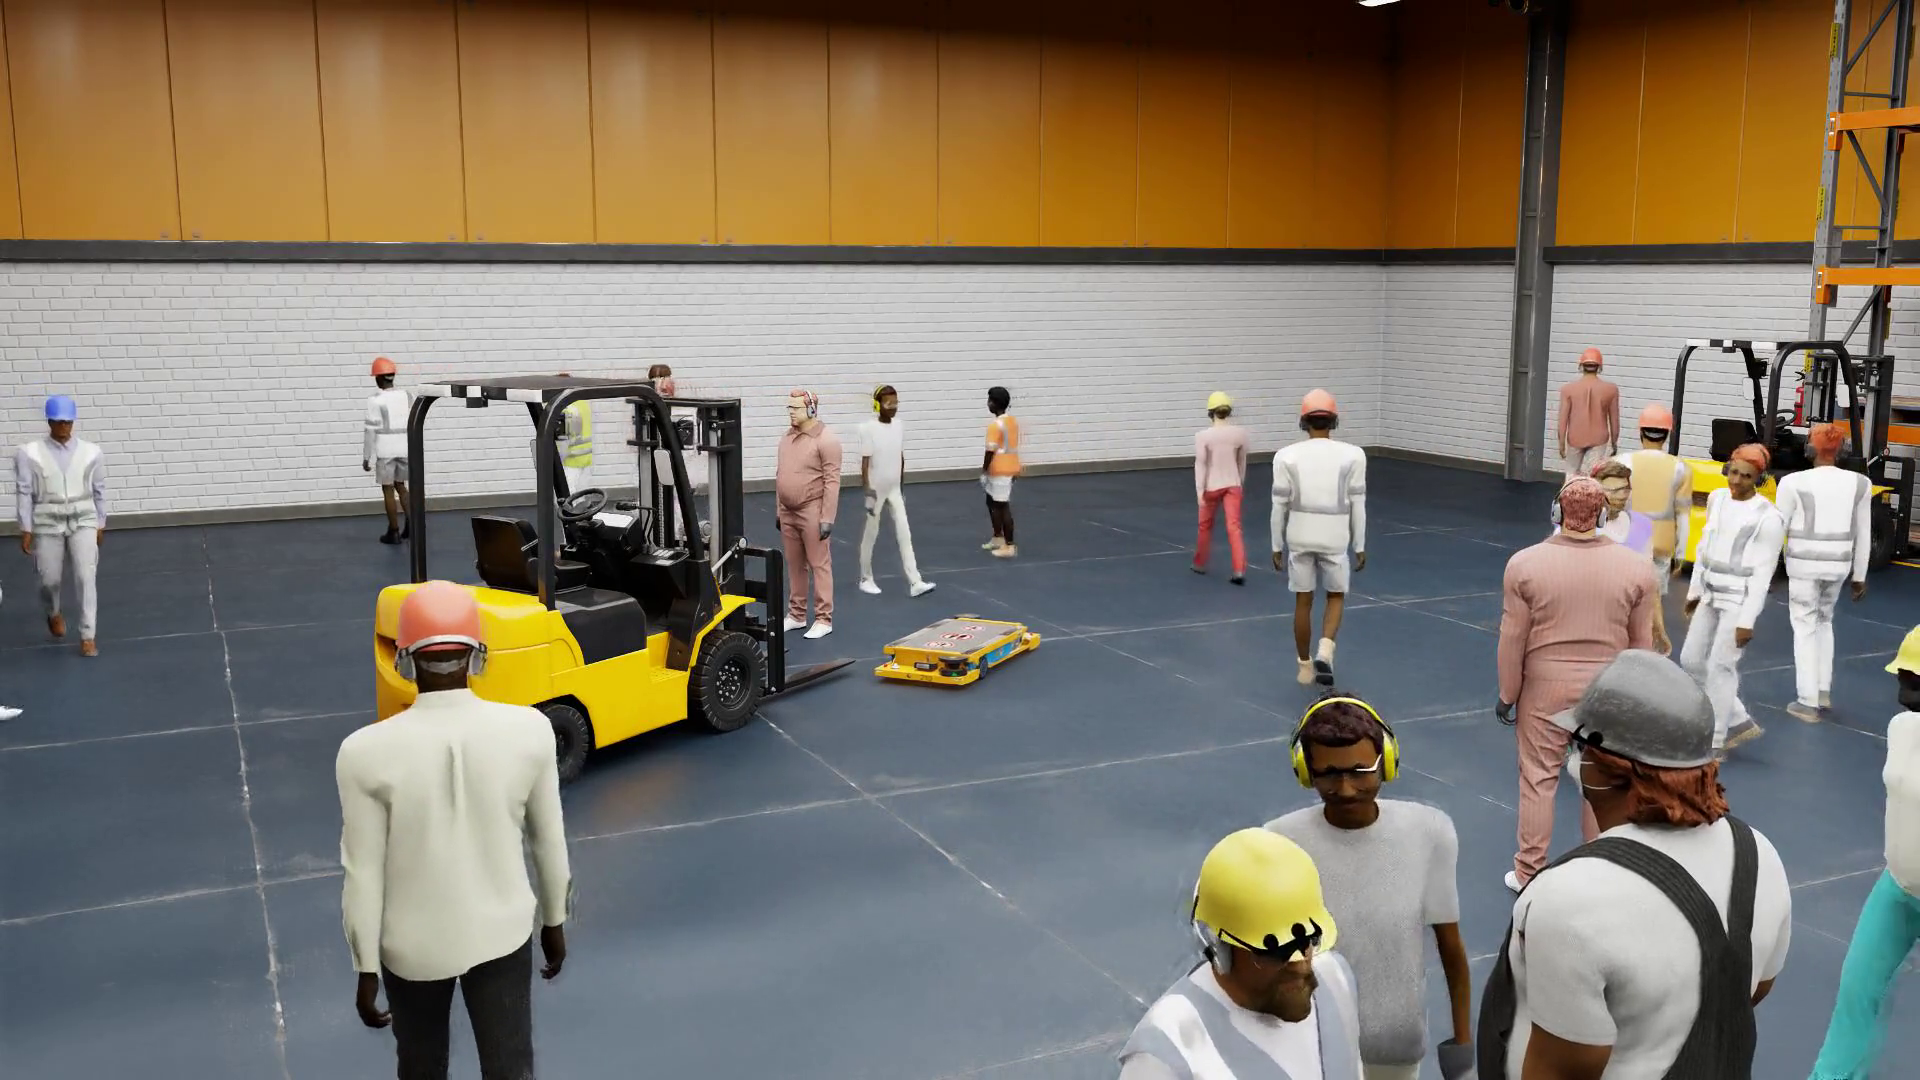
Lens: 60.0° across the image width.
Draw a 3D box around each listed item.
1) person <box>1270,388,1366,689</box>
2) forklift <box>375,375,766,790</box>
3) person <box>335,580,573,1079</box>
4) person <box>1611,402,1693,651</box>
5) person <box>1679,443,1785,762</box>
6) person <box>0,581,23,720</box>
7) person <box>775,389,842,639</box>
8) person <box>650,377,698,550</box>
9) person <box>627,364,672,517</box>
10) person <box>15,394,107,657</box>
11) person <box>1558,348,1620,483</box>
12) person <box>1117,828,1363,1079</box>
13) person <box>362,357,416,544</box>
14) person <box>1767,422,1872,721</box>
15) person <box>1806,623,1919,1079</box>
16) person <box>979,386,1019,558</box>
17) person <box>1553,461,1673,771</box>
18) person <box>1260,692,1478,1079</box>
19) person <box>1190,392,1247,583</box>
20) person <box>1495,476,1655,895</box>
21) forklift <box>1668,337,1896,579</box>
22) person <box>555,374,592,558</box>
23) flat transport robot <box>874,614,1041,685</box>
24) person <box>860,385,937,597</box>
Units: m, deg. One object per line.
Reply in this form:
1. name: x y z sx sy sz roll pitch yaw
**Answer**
1. person: 2.379 0.008 11.081 0.634 2.023 0.523 2 9 15
2. forklift: -2.268 0.149 9.685 1.214 2.155 2.313 6 11 32
3. person: -1.343 1.097 4.557 0.631 1.964 0.928 -5 10 -29
4. person: 4.625 0.034 11.239 0.570 1.921 0.464 2 9 12
5. person: 4.342 0.367 9.358 0.511 1.861 0.635 -1 9 -9
6. person: -6.158 0.347 10.287 0.765 1.596 0.519 -1 9 -5
7. person: -1.200 -0.203 12.761 0.643 1.909 0.410 8 12 42
8. person: -2.569 -0.474 14.501 0.589 1.883 0.673 3 10 17
9. person: -3.269 -0.981 17.844 0.461 1.824 0.650 -1 9 -8
10. person: -6.601 -0.125 12.232 0.615 1.922 0.774 -7 11 -35
11. person: 6.823 -1.093 18.053 0.640 1.973 0.577 4 10 21
12. person: 0.519 1.383 3.256 0.590 1.802 0.803 -9 13 -44
13. person: -5.837 -0.909 17.049 0.377 1.929 0.566 7 11 36
14. person: 5.348 0.190 10.465 0.580 1.869 0.574 0 9 -2
15. person: 3.098 1.100 5.269 0.938 1.718 0.536 -1 9 -5
16. person: 0.329 -0.665 16.297 0.541 1.677 0.558 4 10 22
17. person: 3.466 0.465 8.961 0.588 1.798 0.963 -3 10 -17
18. person: 0.976 1.228 4.149 0.538 1.821 0.929 0 9 -2
19. person: 2.372 -0.484 15.087 0.530 1.720 0.918 -2 9 -12
20. person: 2.702 0.666 7.367 0.651 1.907 0.409 1 9 8
21. forklift: 7.551 -0.789 15.507 2.313 2.155 1.214 -4 10 -25
22. person: -3.841 -0.724 16.309 0.430 1.815 0.705 1 9 4
23. flat transport robot: 0.008 0.763 11.824 0.652 0.197 1.431 4 10 24
24. person: -0.583 -0.402 14.239 0.551 1.827 0.942 -7 11 -37
